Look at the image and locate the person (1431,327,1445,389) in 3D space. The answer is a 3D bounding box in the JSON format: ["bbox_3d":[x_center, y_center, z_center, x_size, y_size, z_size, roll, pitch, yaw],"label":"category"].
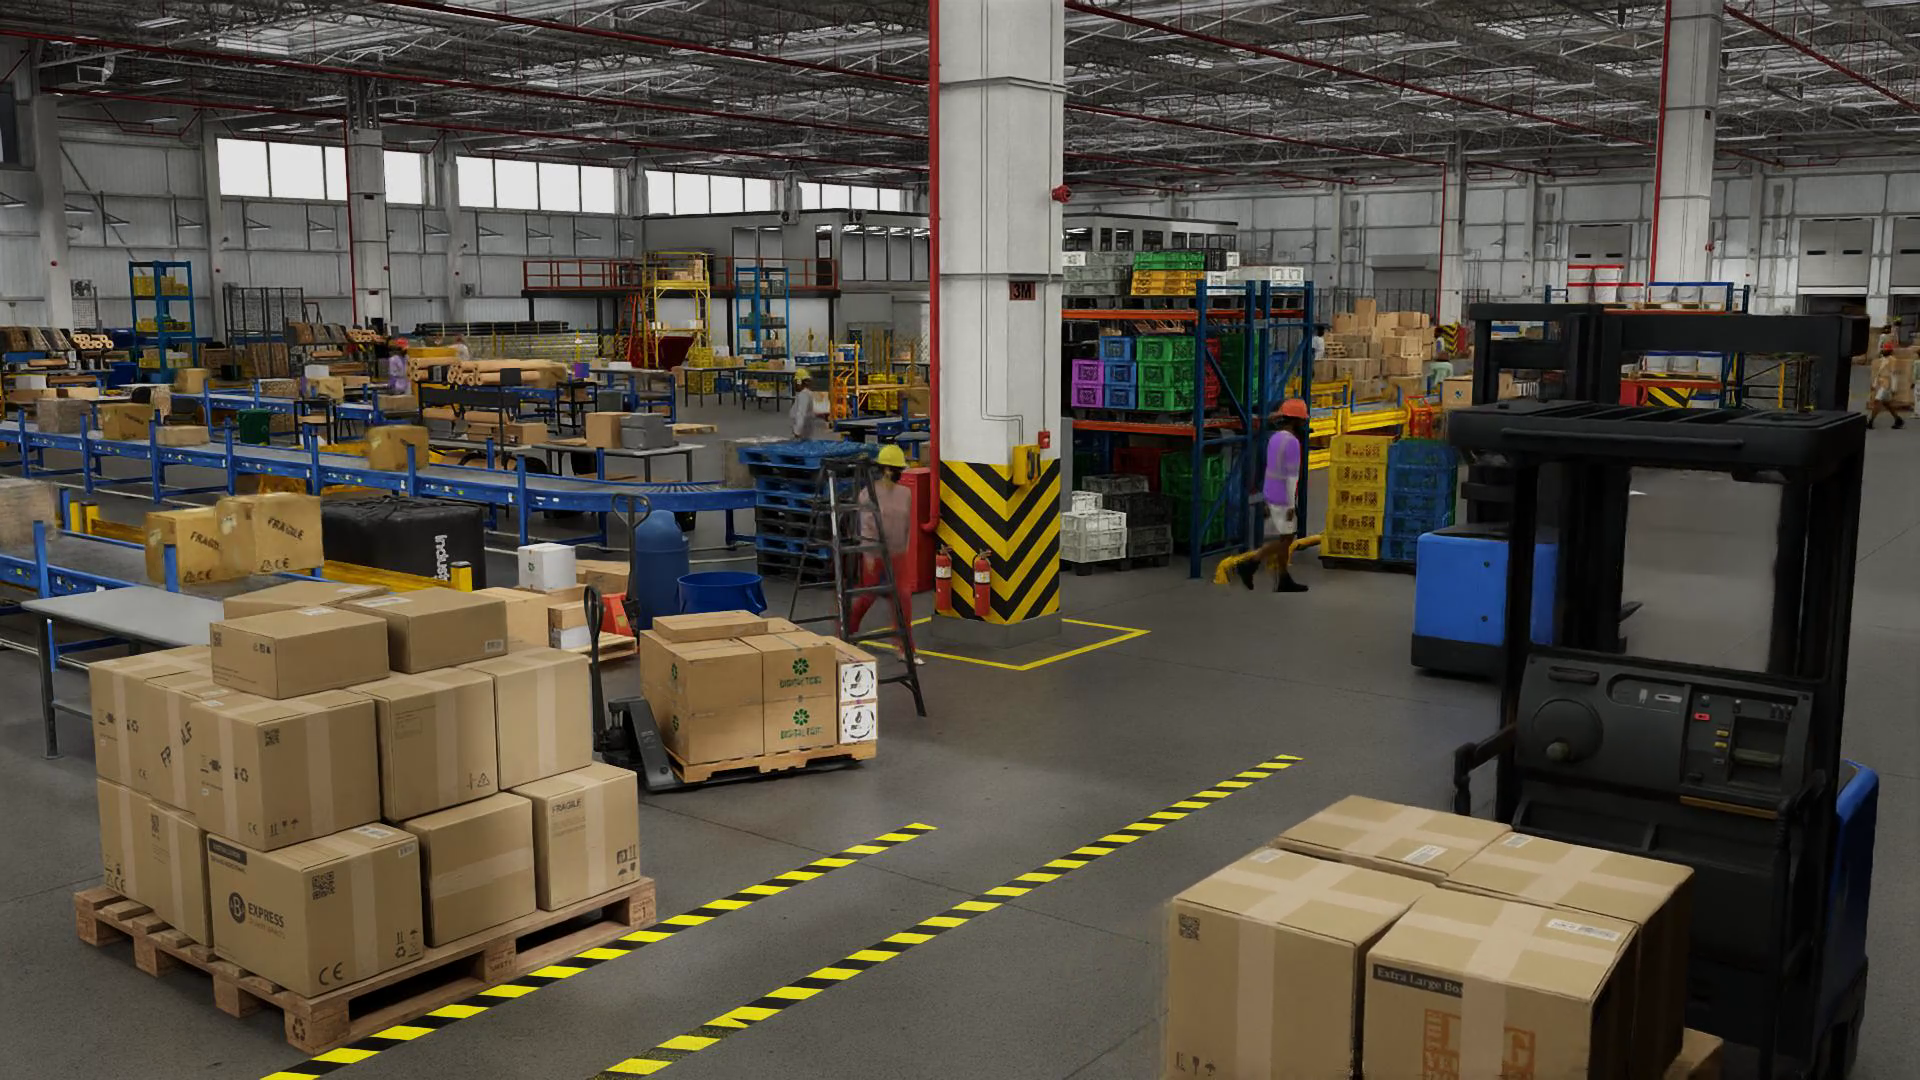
[{"bbox_3d":[14.424,-5.447,49.921,0.667,1.901,0.595,3,9,22],"label":"person"}]

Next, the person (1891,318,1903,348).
[{"bbox_3d":[39.174,-8.333,69.438,0.982,1.878,0.595,4,10,27],"label":"person"}]

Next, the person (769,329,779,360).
[{"bbox_3d":[-6.946,-7.212,61.991,0.349,1.847,0.505,5,10,31],"label":"person"}]

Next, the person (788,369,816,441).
[{"bbox_3d":[-2.270,-1.591,24.292,0.618,1.790,0.652,-1,8,-6],"label":"person"}]

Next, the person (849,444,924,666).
[{"bbox_3d":[-0.628,0.095,13.103,0.526,1.734,0.820,-6,10,-36],"label":"person"}]

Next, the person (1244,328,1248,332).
[{"bbox_3d":[10.472,-6.996,60.977,0.383,1.719,0.639,7,11,39],"label":"person"}]

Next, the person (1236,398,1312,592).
[{"bbox_3d":[3.013,-0.411,15.945,0.688,1.912,0.550,-1,9,-10],"label":"person"}]

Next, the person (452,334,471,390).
[{"bbox_3d":[-12.881,-4.384,42.877,0.641,1.864,0.974,8,12,44],"label":"person"}]

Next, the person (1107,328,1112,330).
[{"bbox_3d":[5.059,-6.361,56.705,0.522,1.720,0.938,-6,10,-35],"label":"person"}]

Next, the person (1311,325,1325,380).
[{"bbox_3d":[10.896,-5.568,50.543,0.636,1.949,0.442,-8,12,-44],"label":"person"}]

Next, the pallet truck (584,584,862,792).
[{"bbox_3d":[-1.426,0.805,10.019,1.601,1.201,0.680,-4,9,-26],"label":"pallet truck"}]

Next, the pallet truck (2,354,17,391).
[{"bbox_3d":[-24.881,-4.417,42.634,1.885,1.965,0.823,8,11,41],"label":"pallet truck"}]

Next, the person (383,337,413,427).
[{"bbox_3d":[-11.583,-3.174,34.256,0.900,2.014,0.620,5,10,30],"label":"person"}]

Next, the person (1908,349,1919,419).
[{"bbox_3d":[22.168,-3.605,38.366,0.514,1.640,0.310,-3,9,-21],"label":"person"}]

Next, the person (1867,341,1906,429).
[{"bbox_3d":[19.727,-3.292,35.412,0.928,1.891,0.540,2,9,12],"label":"person"}]

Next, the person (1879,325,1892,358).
[{"bbox_3d":[30.814,-6.208,55.219,0.578,1.844,0.579,6,11,37],"label":"person"}]

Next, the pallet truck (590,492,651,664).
[{"bbox_3d":[-3.115,0.344,12.883,0.653,1.274,1.630,7,11,37],"label":"pallet truck"}]

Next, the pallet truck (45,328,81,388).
[{"bbox_3d":[-23.775,-4.544,43.495,1.885,1.965,0.823,6,10,35],"label":"pallet truck"}]

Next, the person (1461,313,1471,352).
[{"bbox_3d":[24.923,-10.193,81.680,0.854,1.958,0.630,2,9,15],"label":"person"}]

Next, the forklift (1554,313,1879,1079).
[{"bbox_3d":[2.600,0.587,5.944,1.129,2.768,1.873,6,11,37],"label":"forklift"}]

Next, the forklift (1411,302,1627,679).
[{"bbox_3d":[4.379,-0.438,12.852,1.129,2.768,1.873,7,11,37],"label":"forklift"}]

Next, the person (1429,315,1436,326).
[{"bbox_3d":[22.436,-9.824,79.474,0.988,1.880,0.578,-2,9,-16],"label":"person"}]

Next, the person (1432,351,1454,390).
[{"bbox_3d":[10.898,-3.459,37.527,0.519,1.580,0.842,6,10,35],"label":"person"}]
